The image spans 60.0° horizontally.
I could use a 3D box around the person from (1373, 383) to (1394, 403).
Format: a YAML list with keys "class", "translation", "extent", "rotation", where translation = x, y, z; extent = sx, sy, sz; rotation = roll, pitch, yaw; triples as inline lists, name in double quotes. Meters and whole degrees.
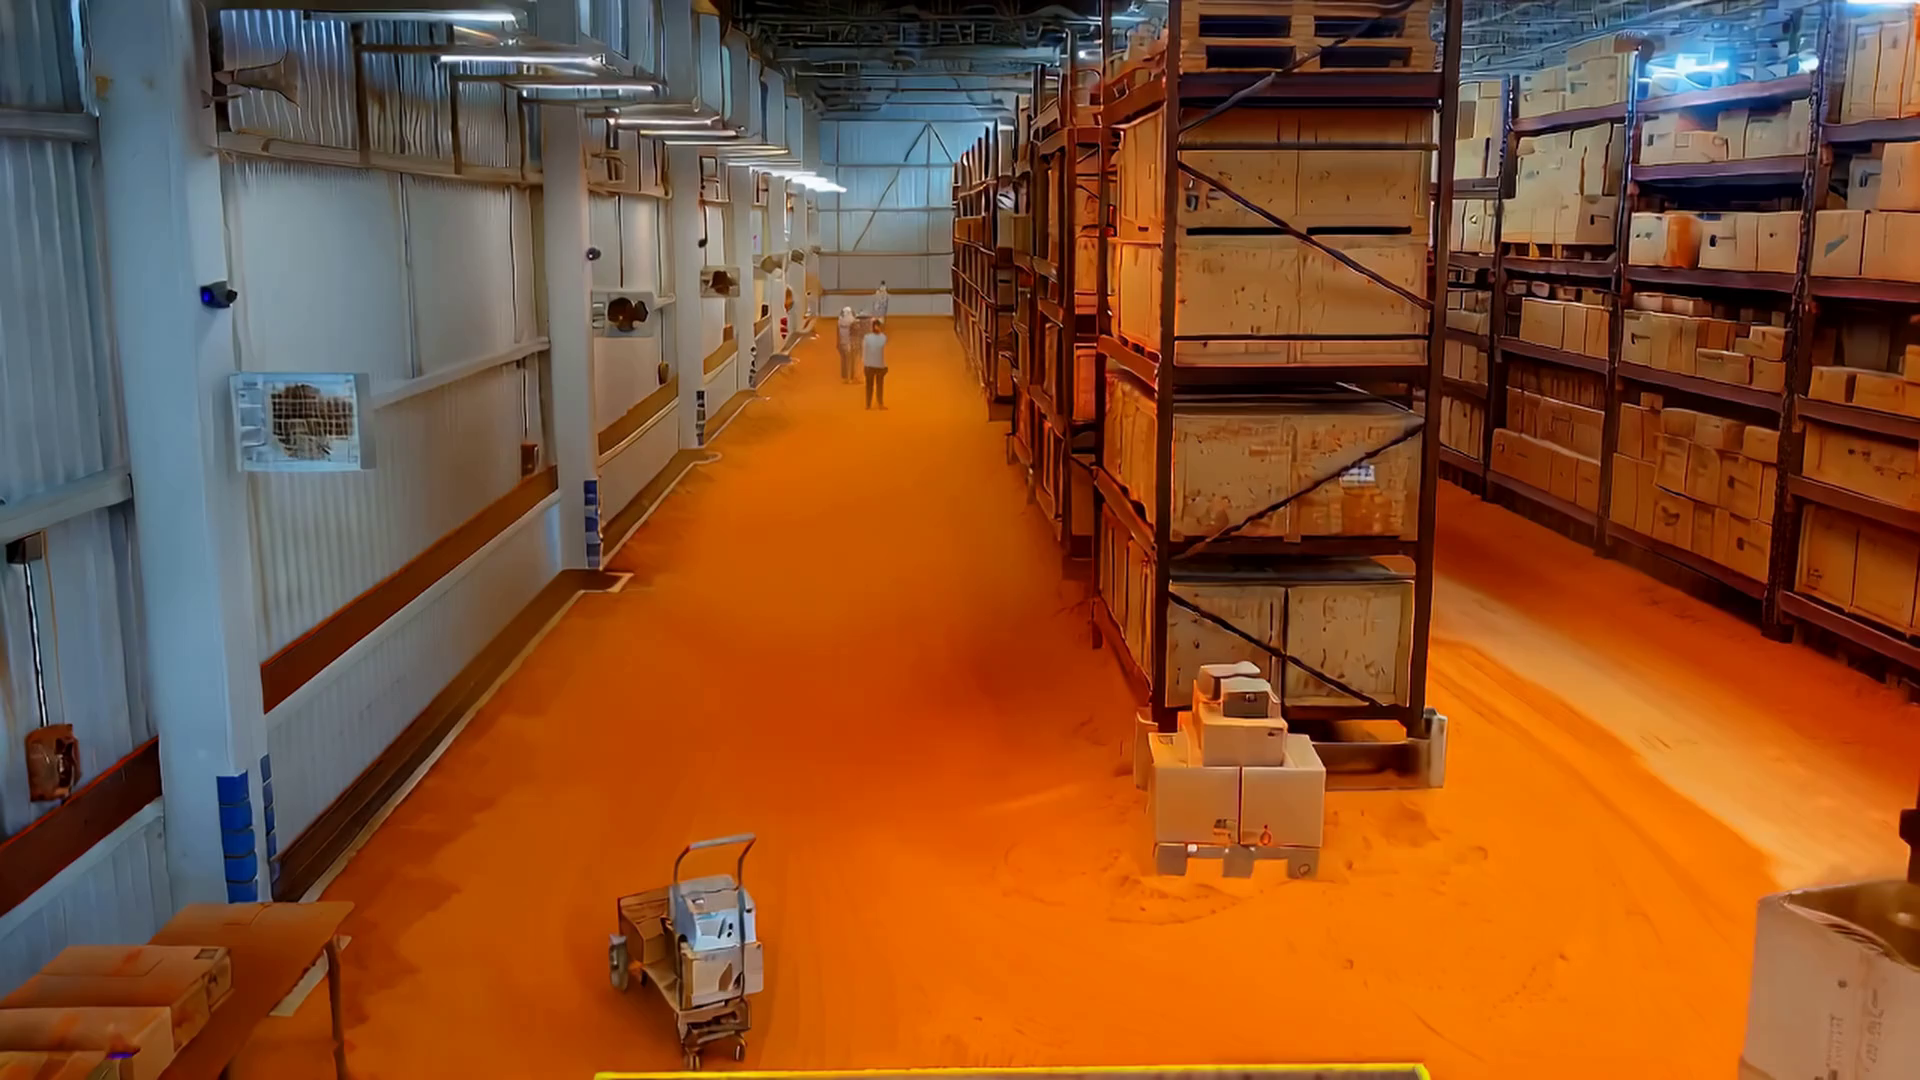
- class: "person"
  translation: [8.425, -3.242, 33.345]
  extent: [0.883, 1.880, 0.638]
  rotation: [-1, 11, -3]

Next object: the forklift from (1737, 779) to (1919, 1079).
- class: "forklift"
  translation: [4.548, 1.289, 7.145]
  extent: [1.873, 2.768, 1.129]
  rotation: [-3, 11, -17]

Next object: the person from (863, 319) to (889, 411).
- class: "person"
  translation: [-1.785, -3.752, 35.706]
  extent: [0.618, 1.985, 0.404]
  rotation: [-7, 13, -33]

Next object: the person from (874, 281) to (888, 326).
- class: "person"
  translation: [-3.048, -9.131, 64.324]
  extent: [0.565, 1.744, 0.356]
  rotation: [-6, 12, -28]

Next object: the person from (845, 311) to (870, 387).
- class: "person"
  translation: [-2.561, -4.750, 41.241]
  extent: [0.797, 1.870, 0.516]
  rotation: [5, 12, 23]

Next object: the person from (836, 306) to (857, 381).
- class: "person"
  translation: [-2.872, -5.013, 42.472]
  extent: [0.586, 1.912, 0.397]
  rotation: [-5, 12, -26]
